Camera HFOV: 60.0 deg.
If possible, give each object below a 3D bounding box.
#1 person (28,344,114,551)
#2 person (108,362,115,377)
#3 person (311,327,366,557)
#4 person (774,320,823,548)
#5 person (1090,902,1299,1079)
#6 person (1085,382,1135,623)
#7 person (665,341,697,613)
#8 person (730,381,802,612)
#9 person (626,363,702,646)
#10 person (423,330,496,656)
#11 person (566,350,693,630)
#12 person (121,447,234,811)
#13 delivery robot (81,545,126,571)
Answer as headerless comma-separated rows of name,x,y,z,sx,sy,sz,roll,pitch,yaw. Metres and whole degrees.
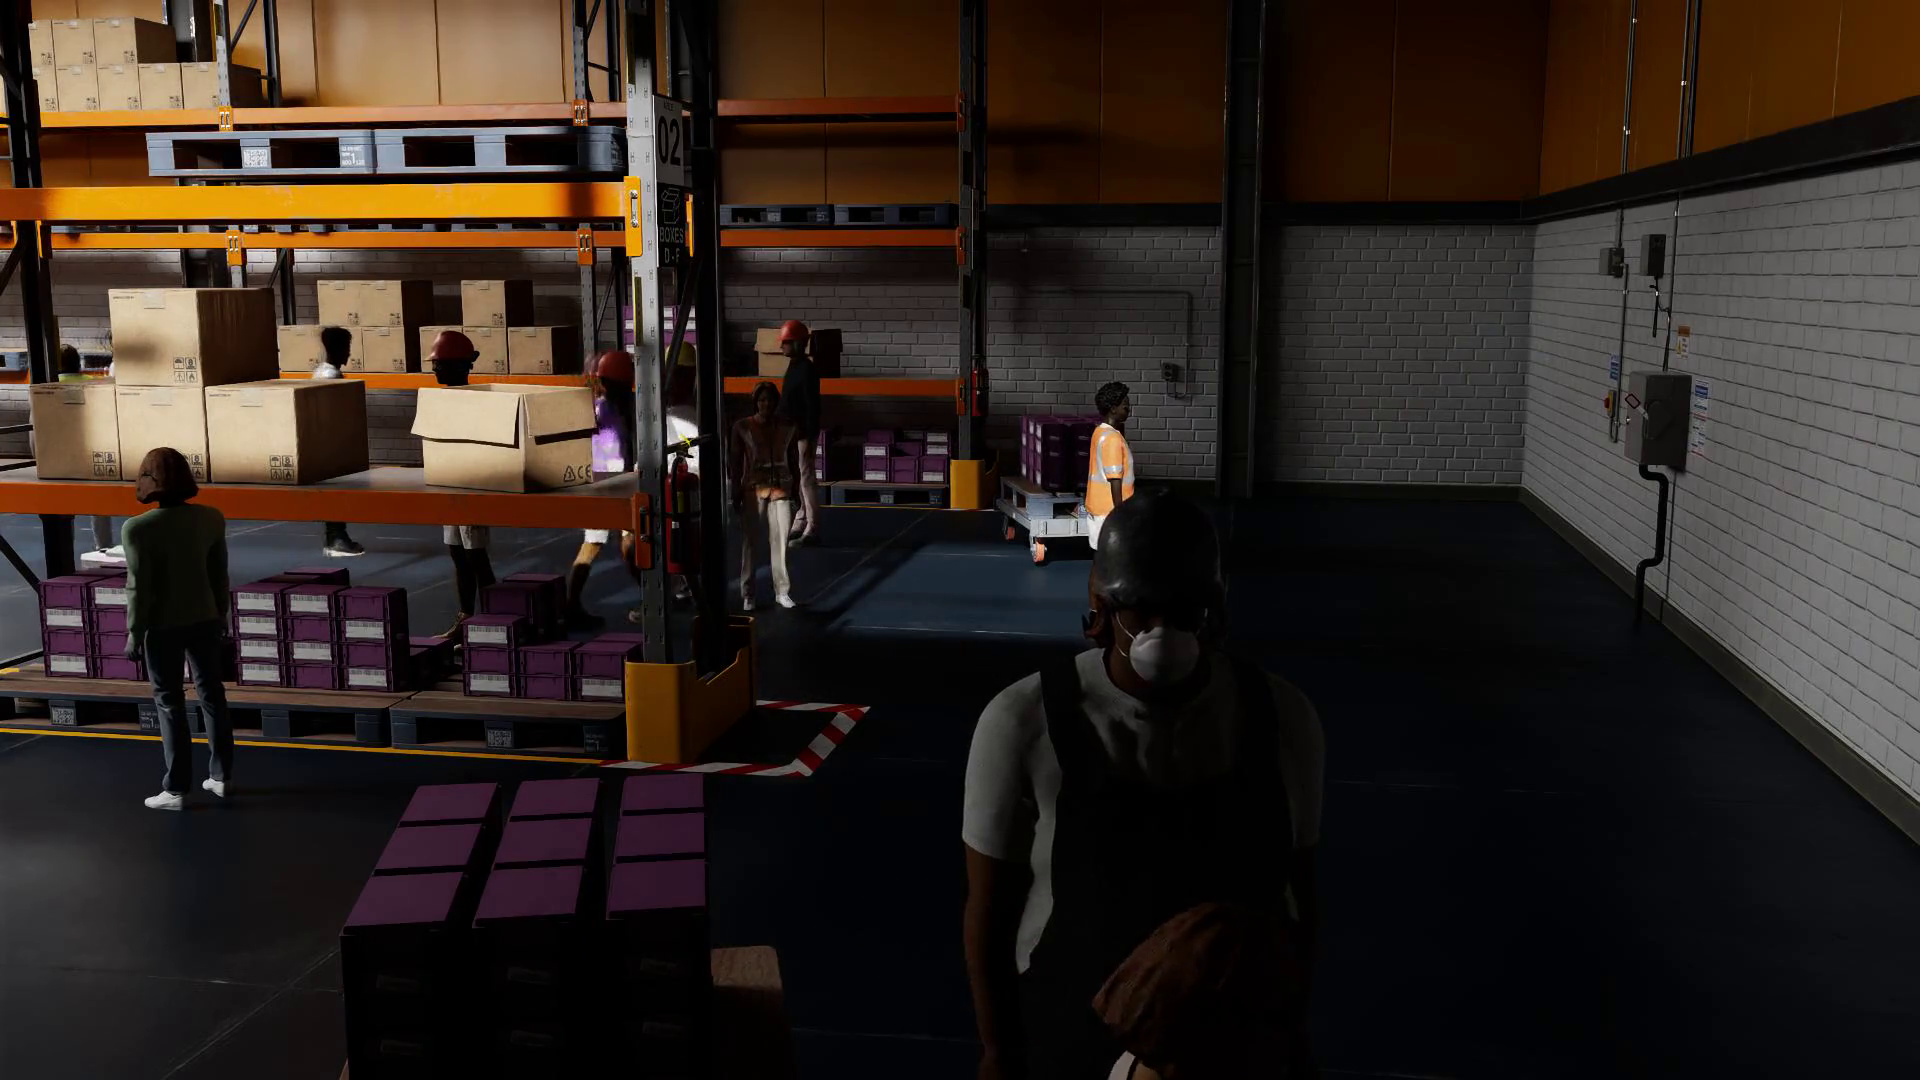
person,-7.136,-0.655,13.408,0.626,1.834,0.430,-8,12,-40
person,-8.337,-1.215,16.877,0.947,1.820,0.562,-2,9,-15
person,-5.320,-0.833,14.184,0.412,1.942,0.661,-6,11,-35
person,-1.419,-0.929,14.589,0.396,1.992,0.622,-4,10,-23
person,0.269,1.253,2.316,0.853,1.579,0.514,3,10,17
person,0.992,-0.191,10.934,0.315,1.696,0.541,-1,9,-7
person,-1.983,-0.456,11.863,0.386,1.927,0.589,6,11,32
person,-1.383,-0.312,11.869,0.523,1.638,0.306,-4,10,-24
person,-1.855,-0.224,10.764,1.015,1.824,0.591,7,11,36
person,-3.153,-0.293,10.494,0.377,2.045,0.605,-8,12,-41
person,-2.266,-0.323,11.166,0.978,1.883,0.566,-2,9,-14
person,-3.513,0.396,7.486,0.275,1.632,0.507,5,11,29
delivery robot,-5.846,0.199,11.758,0.707,0.478,0.477,4,10,22
